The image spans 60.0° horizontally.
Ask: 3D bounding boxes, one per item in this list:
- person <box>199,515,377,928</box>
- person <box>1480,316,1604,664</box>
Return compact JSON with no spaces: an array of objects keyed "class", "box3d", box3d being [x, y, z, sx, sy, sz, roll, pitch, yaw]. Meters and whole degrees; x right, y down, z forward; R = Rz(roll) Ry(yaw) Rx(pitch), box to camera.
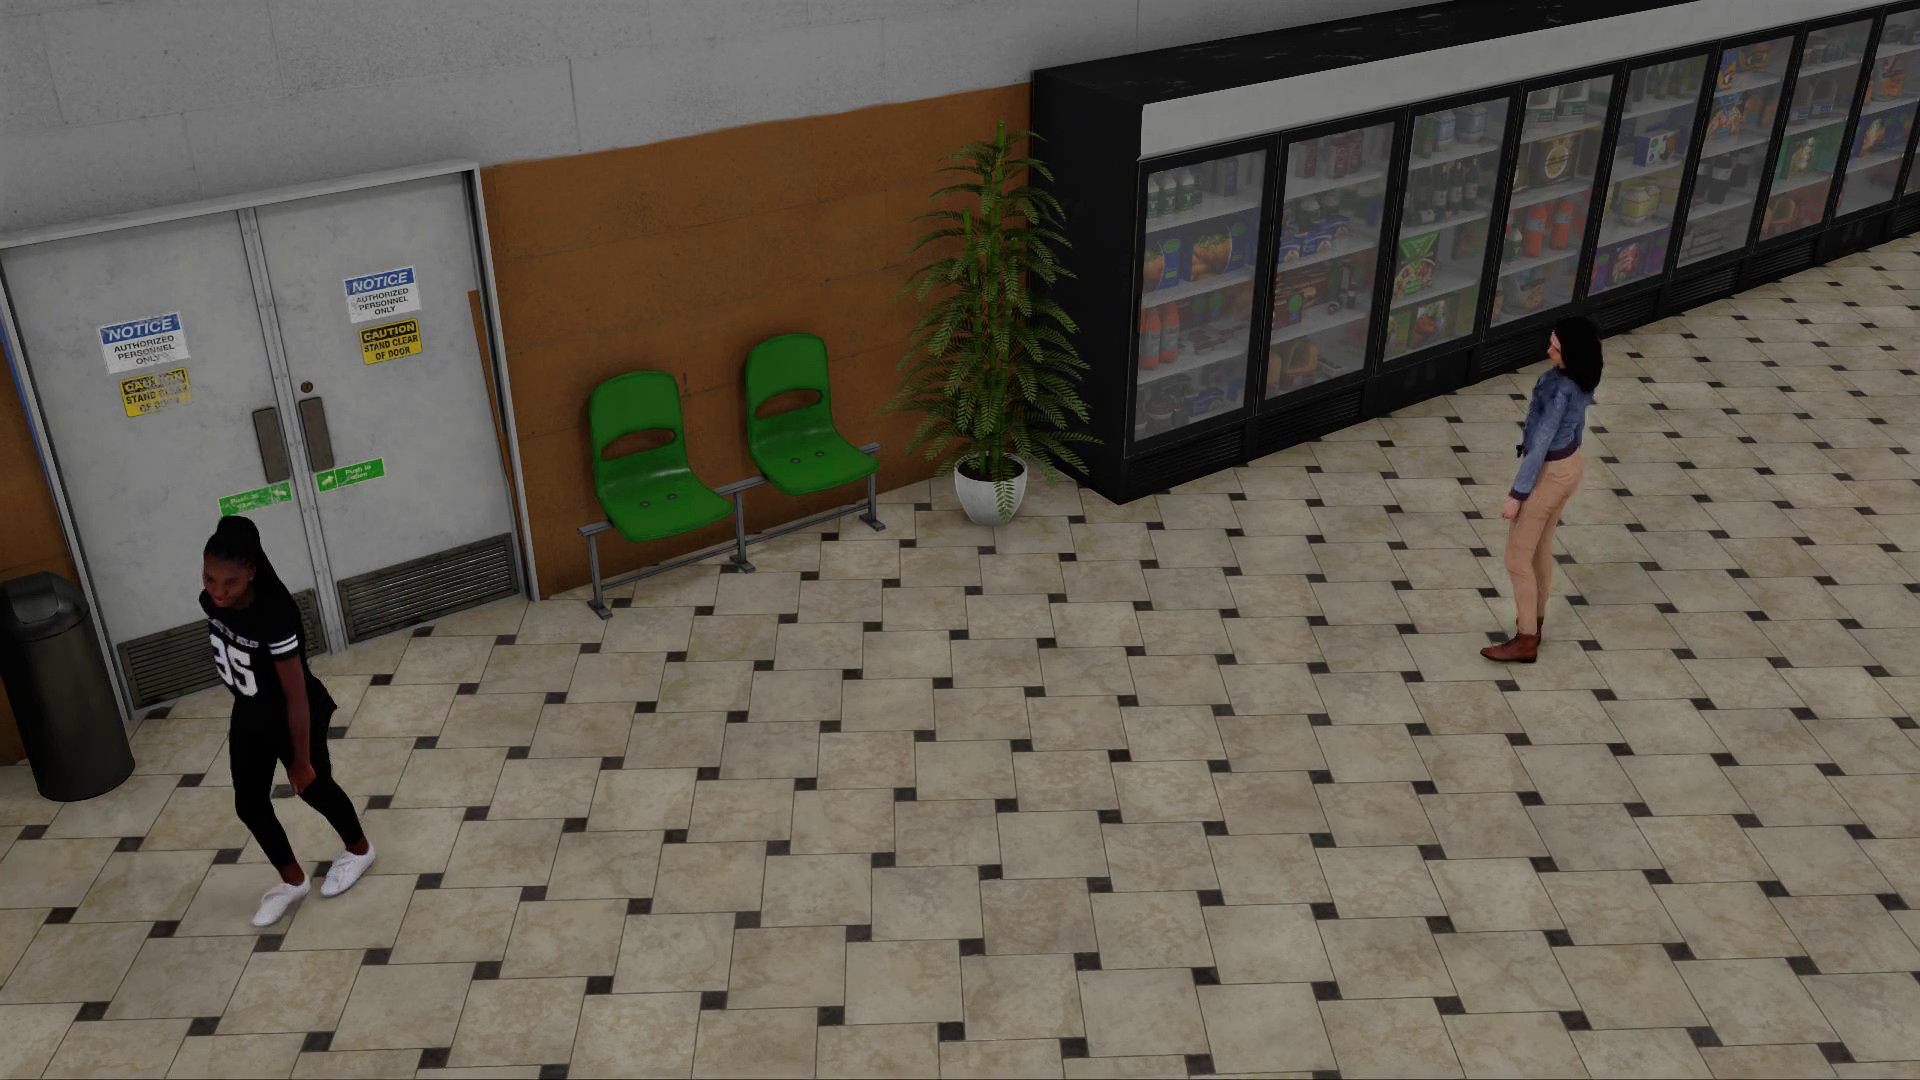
[{"class":"person","box3d":[-2.492,0.648,6.206,0.853,1.716,0.883,17,33,28]},{"class":"person","box3d":[2.780,-0.262,7.839,0.744,1.748,0.638,-16,33,-27]}]
